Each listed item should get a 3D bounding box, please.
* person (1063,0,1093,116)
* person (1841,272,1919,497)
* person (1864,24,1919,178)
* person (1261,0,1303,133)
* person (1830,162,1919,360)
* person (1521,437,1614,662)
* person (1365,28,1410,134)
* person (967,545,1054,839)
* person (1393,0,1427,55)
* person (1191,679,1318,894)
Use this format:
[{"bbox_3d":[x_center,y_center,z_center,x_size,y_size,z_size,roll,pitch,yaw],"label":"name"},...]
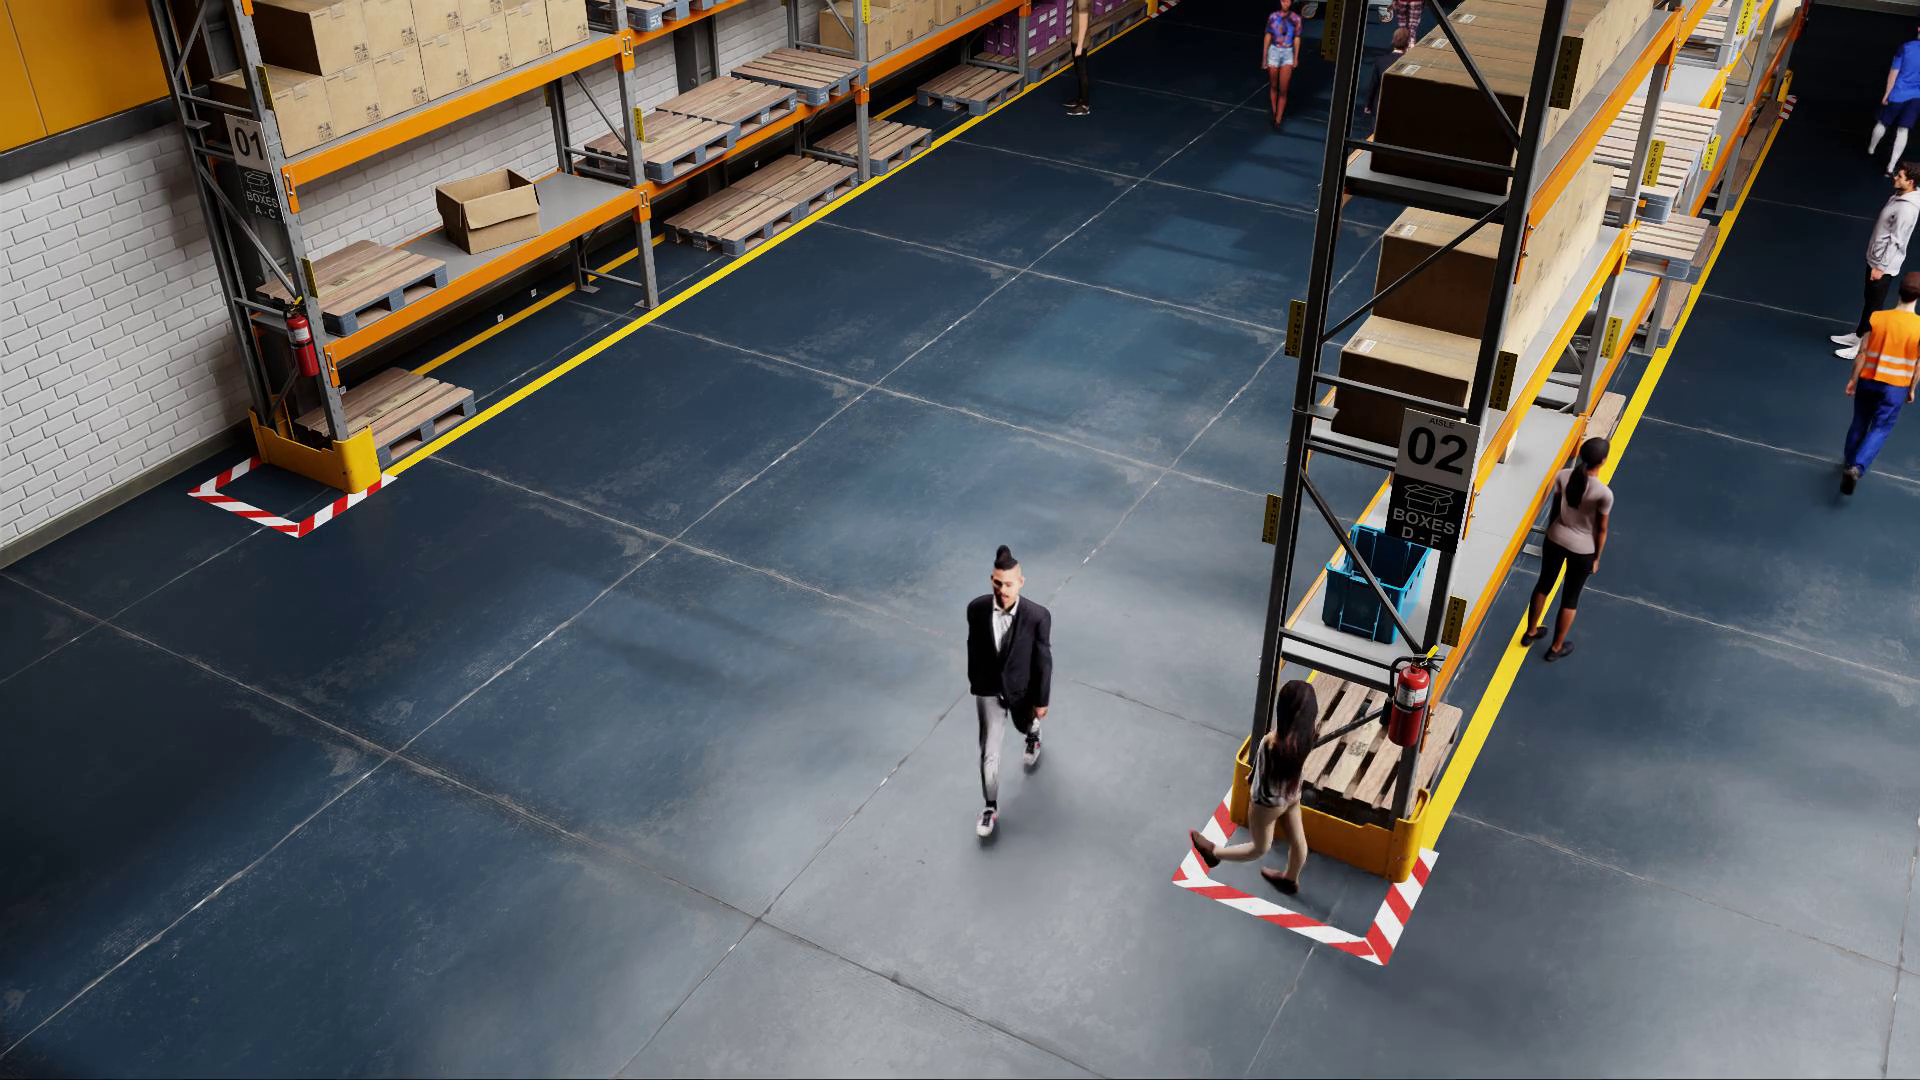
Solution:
[{"bbox_3d":[1.548,-6.405,21.327,0.808,1.849,0.687,0,34,-1],"label":"person"},{"bbox_3d":[7.502,-1.236,13.535,0.773,1.868,1.143,24,40,31],"label":"person"},{"bbox_3d":[11.081,-5.135,19.481,0.885,1.780,1.240,8,34,12],"label":"person"},{"bbox_3d":[4.039,-6.059,20.930,0.768,1.714,1.059,9,35,13],"label":"person"},{"bbox_3d":[8.661,-2.620,15.561,0.791,1.931,0.622,9,35,14],"label":"person"},{"bbox_3d":[4.286,0.052,11.708,0.630,1.745,0.652,-26,42,-34],"label":"person"},{"bbox_3d":[4.948,-4.964,19.234,0.865,1.768,1.193,10,35,15],"label":"person"},{"bbox_3d":[0.338,0.834,10.383,0.922,1.909,1.324,9,35,13],"label":"person"},{"bbox_3d":[6.281,-7.511,23.143,0.768,1.682,0.995,8,34,12],"label":"person"},{"bbox_3d":[1.905,1.515,9.600,0.865,1.642,0.768,-11,35,-16],"label":"person"}]
